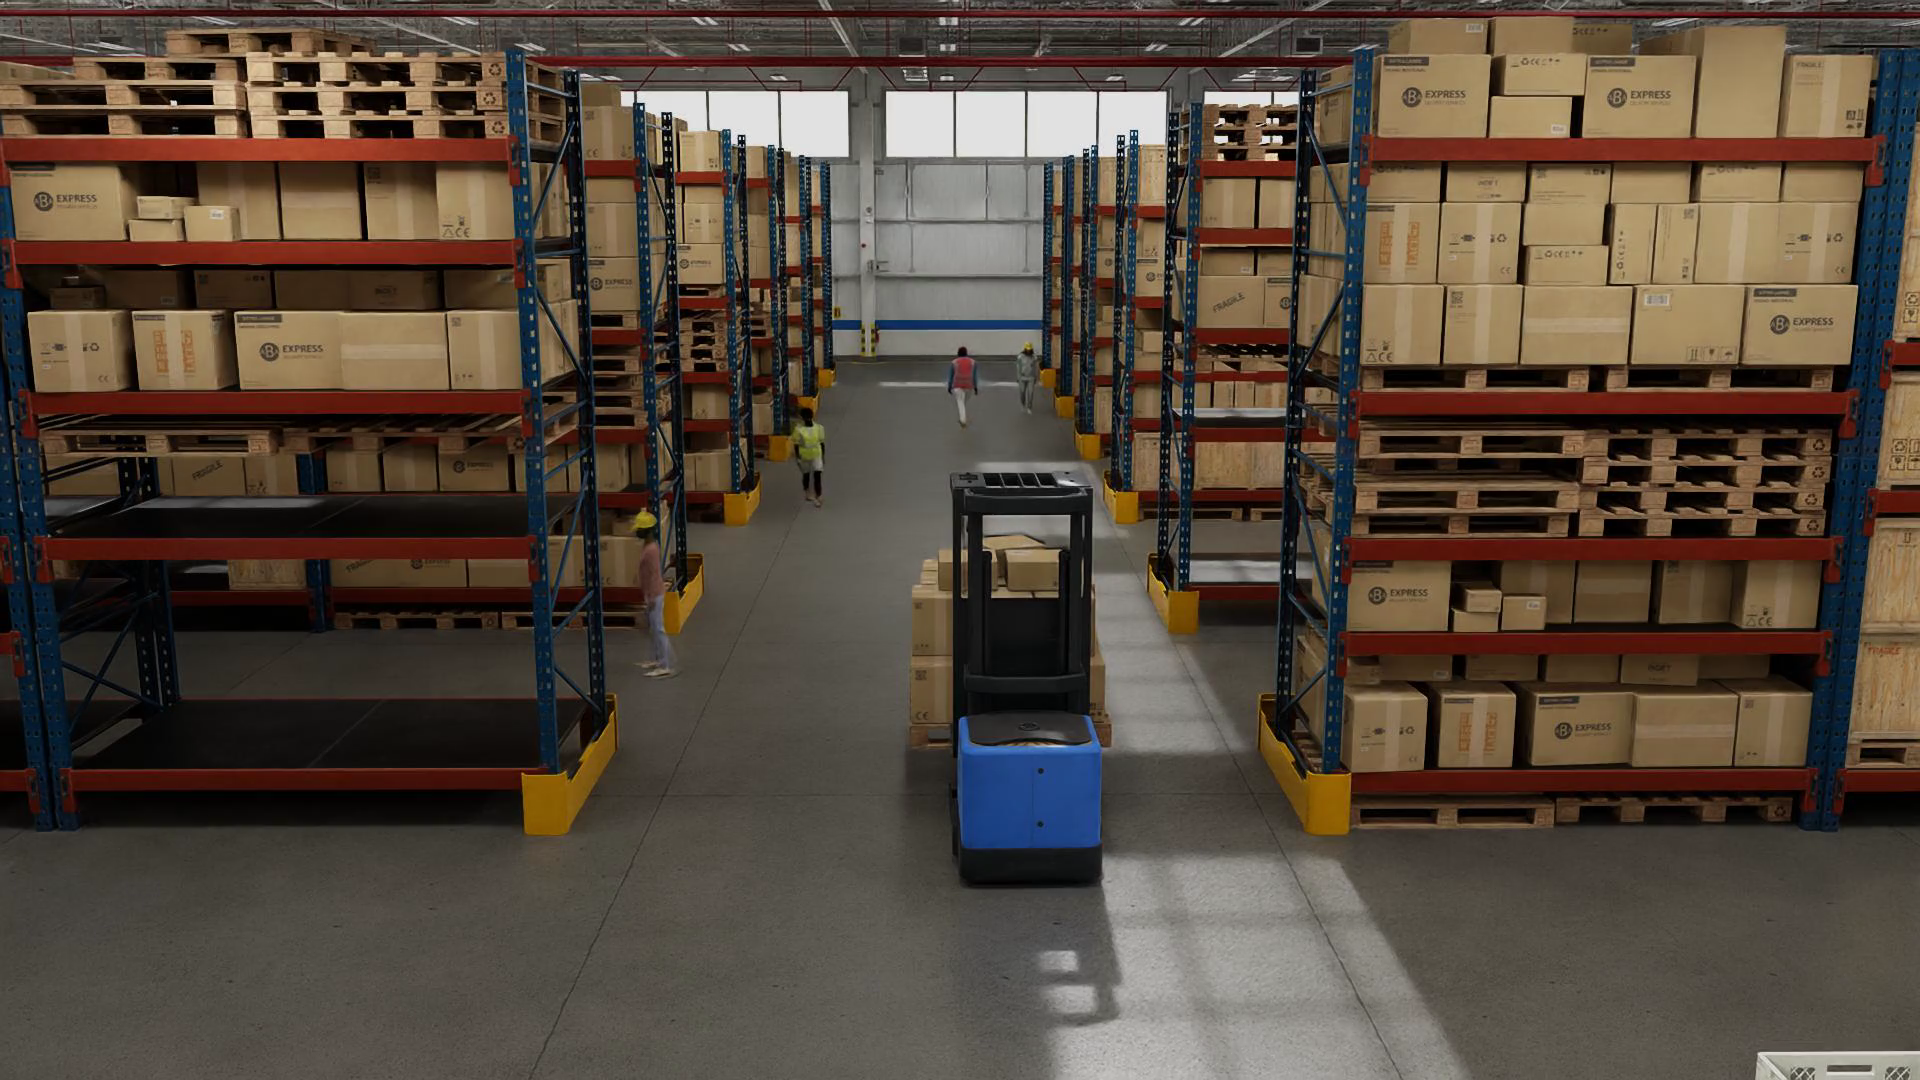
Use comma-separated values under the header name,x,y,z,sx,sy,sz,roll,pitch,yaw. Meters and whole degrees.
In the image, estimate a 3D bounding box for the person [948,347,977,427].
name,x,y,z,sx,sy,sz,roll,pitch,yaw
person,0.065,-3.463,37.588,0.640,1.796,0.988,-3,12,-15

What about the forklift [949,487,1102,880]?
name,x,y,z,sx,sy,sz,roll,pitch,yaw
forklift,0.495,0.986,12.813,1.129,2.768,1.873,0,11,-2

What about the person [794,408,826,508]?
name,x,y,z,sx,sy,sz,roll,pitch,yaw
person,-2.515,-1.408,27.725,0.536,1.656,0.830,-3,12,-13

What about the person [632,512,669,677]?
name,x,y,z,sx,sy,sz,roll,pitch,yaw
person,-3.289,0.570,17.648,0.327,1.767,0.533,-3,12,-14

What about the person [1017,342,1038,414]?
name,x,y,z,sx,sy,sz,roll,pitch,yaw
person,1.619,-3.864,39.716,0.503,1.725,0.402,0,11,2
